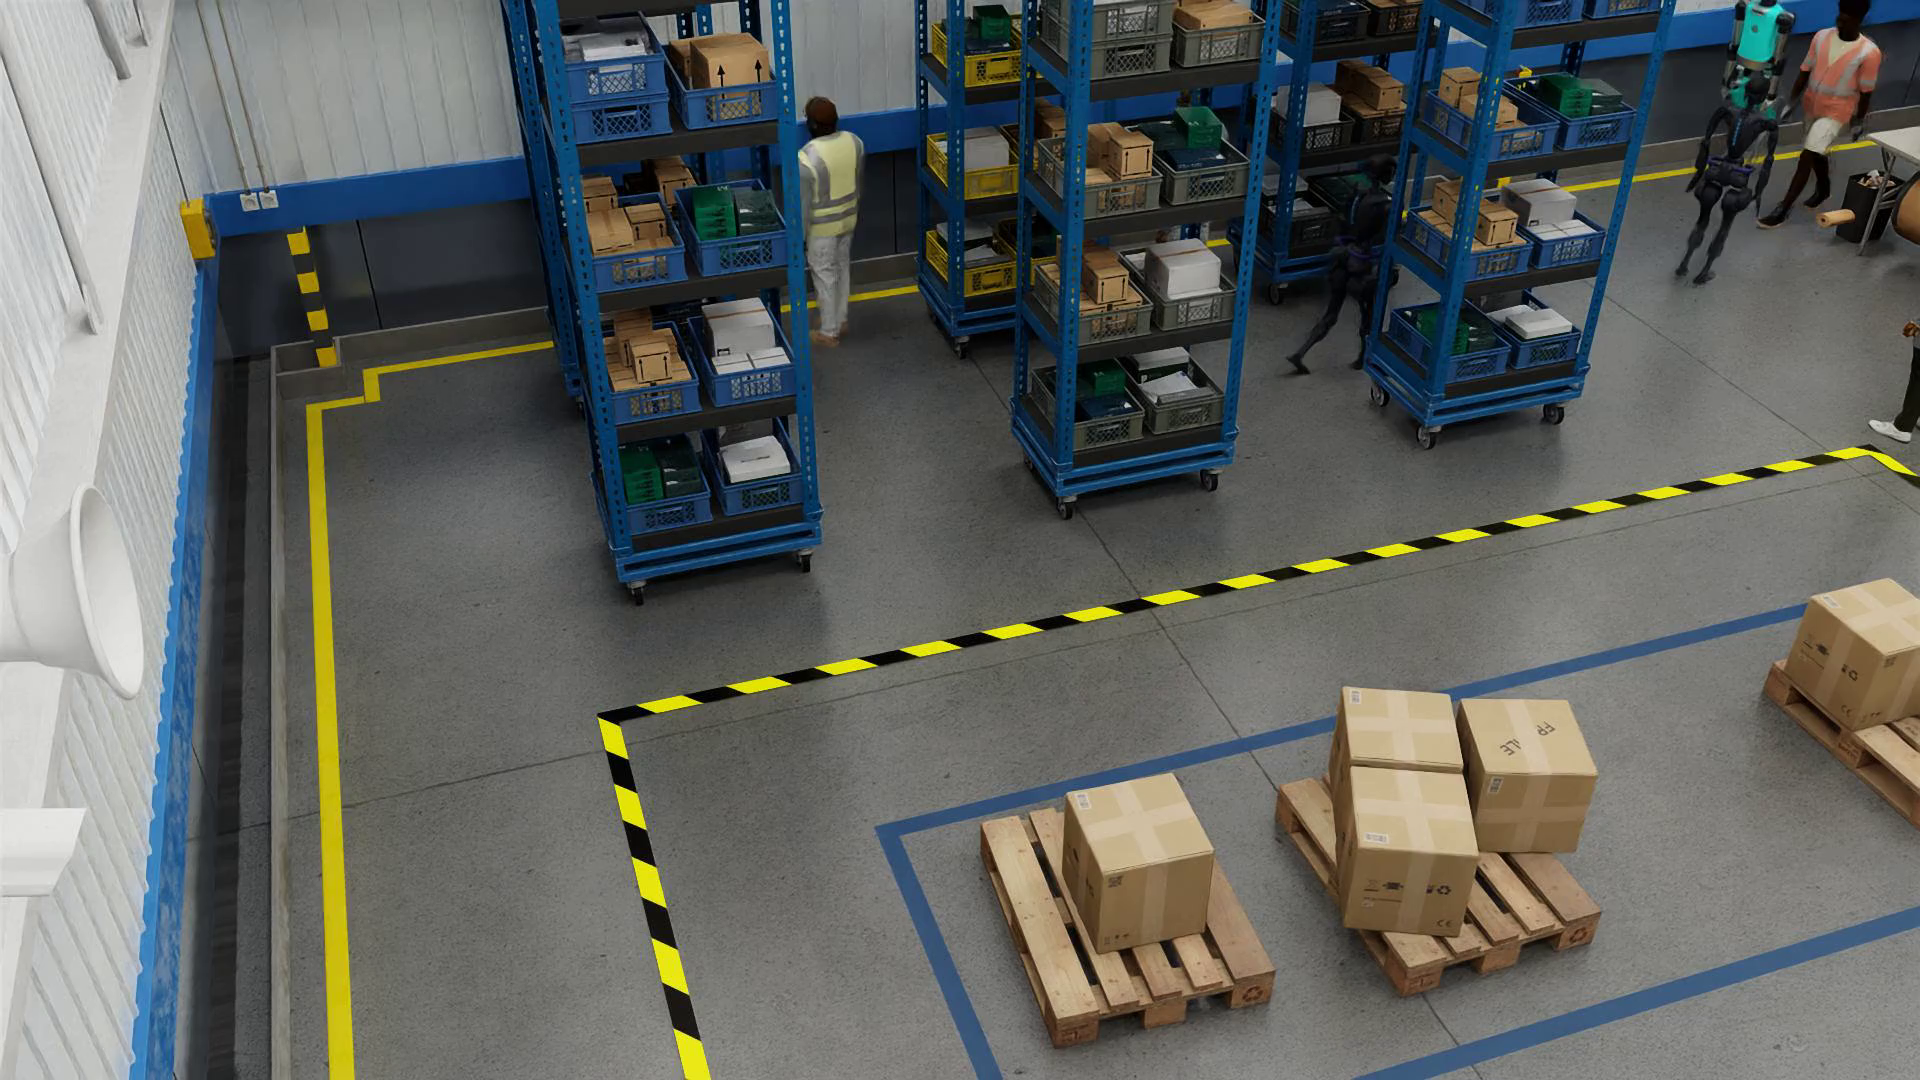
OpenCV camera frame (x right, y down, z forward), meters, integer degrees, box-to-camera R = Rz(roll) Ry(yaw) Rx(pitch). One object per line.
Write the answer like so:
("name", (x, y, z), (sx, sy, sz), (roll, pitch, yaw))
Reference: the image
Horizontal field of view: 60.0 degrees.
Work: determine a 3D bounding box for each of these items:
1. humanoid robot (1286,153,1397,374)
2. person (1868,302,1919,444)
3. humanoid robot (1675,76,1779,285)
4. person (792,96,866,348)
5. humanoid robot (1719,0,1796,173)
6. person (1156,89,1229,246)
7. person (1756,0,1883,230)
("humanoid robot", (2.702, -1.886, 11.555), (0.739, 1.645, 0.611), (-14, 38, -19))
("person", (6.408, -1.492, 10.798), (0.587, 1.850, 0.392), (-12, 37, -16))
("humanoid robot", (5.867, -2.740, 12.727), (0.587, 1.649, 0.326), (26, 43, 32))
("person", (-0.956, -2.268, 11.927), (0.461, 1.830, 0.658), (27, 43, 32))
("humanoid robot", (6.941, -3.929, 14.406), (0.707, 1.844, 0.543), (-20, 40, -26))
("person", (1.621, -2.325, 11.903), (0.363, 1.938, 0.634), (27, 43, 32))
("person", (7.120, -3.543, 13.654), (0.977, 1.911, 0.587), (-14, 38, -19))
